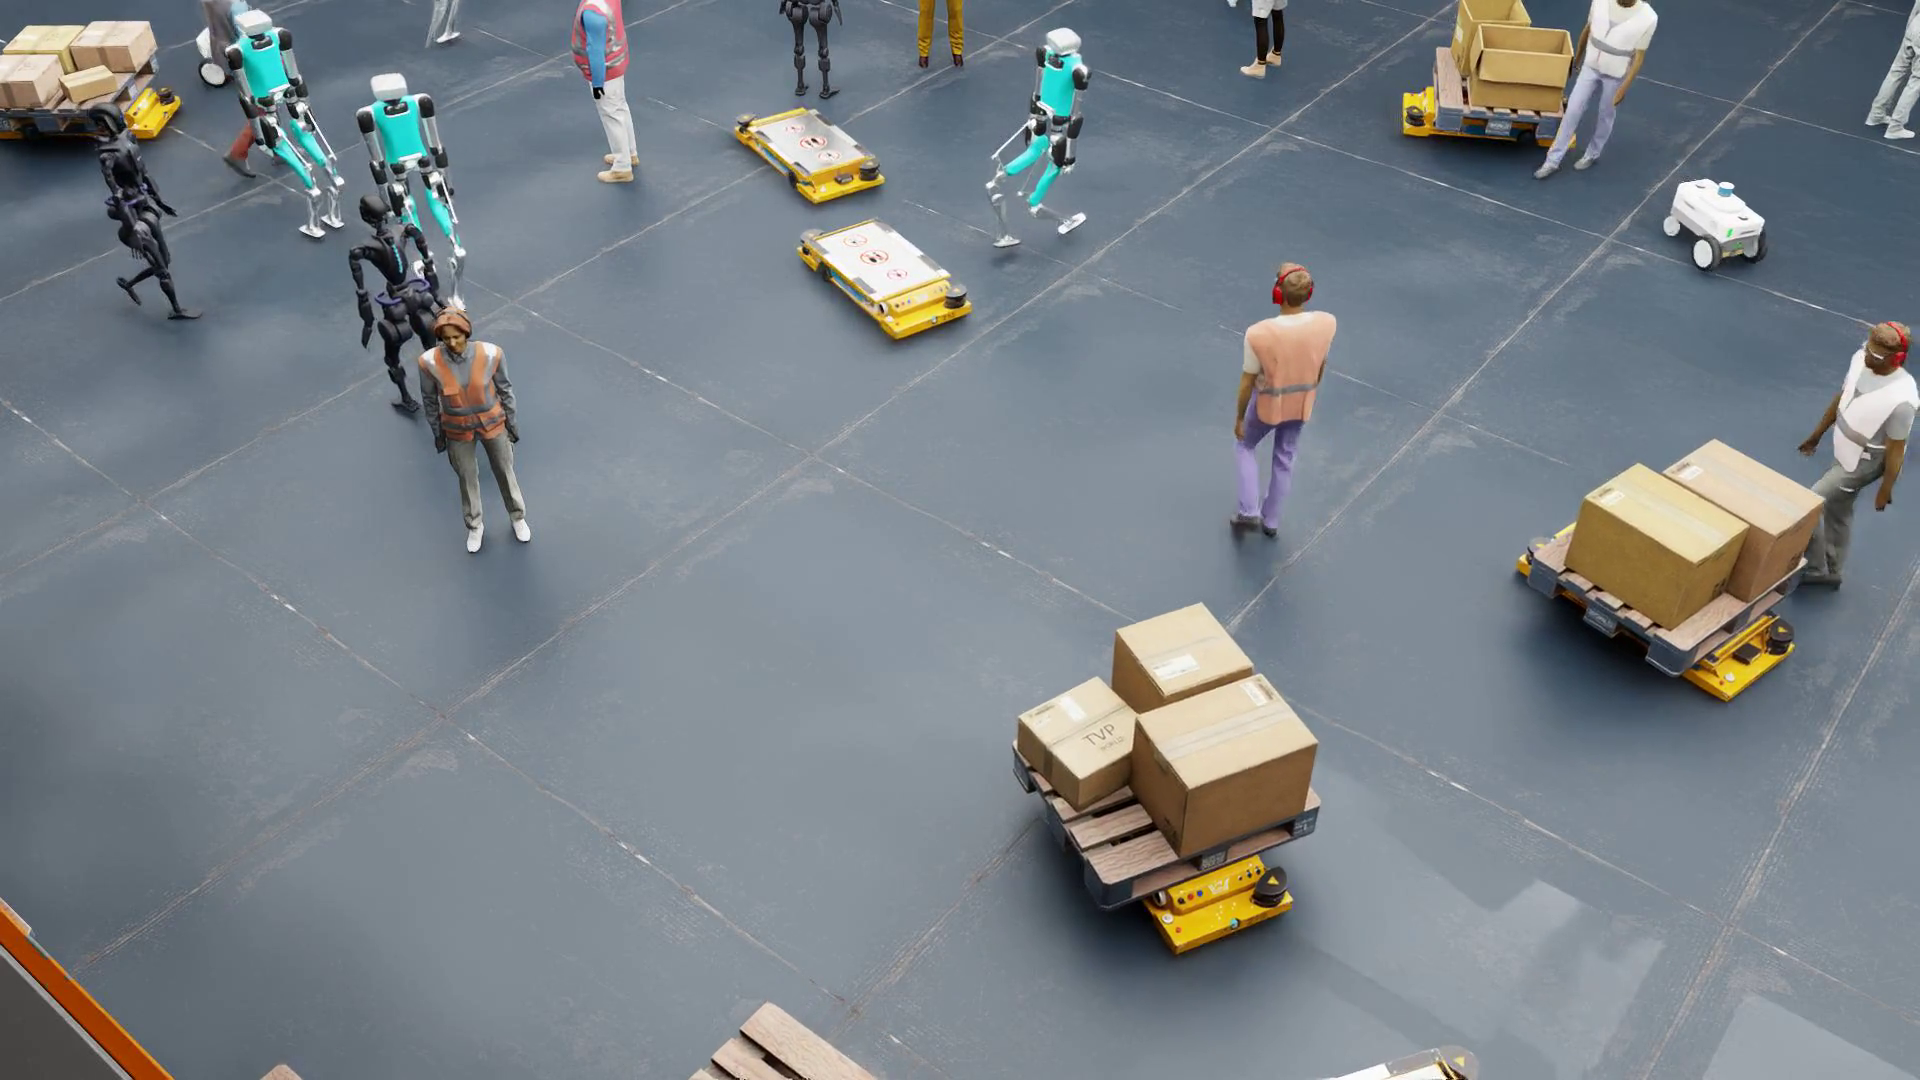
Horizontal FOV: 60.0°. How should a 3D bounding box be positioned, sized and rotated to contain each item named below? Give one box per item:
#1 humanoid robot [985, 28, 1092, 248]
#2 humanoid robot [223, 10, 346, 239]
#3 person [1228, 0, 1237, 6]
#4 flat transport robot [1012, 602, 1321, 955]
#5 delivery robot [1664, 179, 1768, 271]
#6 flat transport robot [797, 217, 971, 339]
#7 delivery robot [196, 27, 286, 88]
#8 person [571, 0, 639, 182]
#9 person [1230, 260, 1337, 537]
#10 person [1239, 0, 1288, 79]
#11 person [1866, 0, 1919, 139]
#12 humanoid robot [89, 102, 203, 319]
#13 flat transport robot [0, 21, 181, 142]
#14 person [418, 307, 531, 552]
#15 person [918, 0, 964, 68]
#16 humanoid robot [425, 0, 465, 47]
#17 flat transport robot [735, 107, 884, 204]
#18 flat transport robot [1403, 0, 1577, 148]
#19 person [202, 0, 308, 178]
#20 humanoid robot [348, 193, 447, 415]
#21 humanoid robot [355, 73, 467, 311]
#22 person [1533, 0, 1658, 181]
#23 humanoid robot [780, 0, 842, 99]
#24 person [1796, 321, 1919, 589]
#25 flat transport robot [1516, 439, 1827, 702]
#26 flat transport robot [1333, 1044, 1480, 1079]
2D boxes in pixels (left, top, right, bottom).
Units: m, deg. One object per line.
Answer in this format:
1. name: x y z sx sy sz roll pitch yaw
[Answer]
1. humanoid robot: 0.552 -2.891 12.380 1.068 1.744 0.550 -26 47 -28
2. humanoid robot: -4.977 -3.077 12.501 0.696 1.719 0.530 27 47 28
3. person: 2.770 -6.059 16.098 0.498 1.706 0.457 0 40 0
4. flat transport robot: 1.019 1.404 8.426 0.659 0.231 1.431 -16 43 -18
5. delivery robot: 5.795 -2.424 12.724 0.499 0.614 0.802 -11 42 -13
6. flat transport robot: -0.585 -1.986 12.414 0.659 0.231 1.431 -24 46 -25
7. delivery robot: -6.520 -4.436 15.091 0.808 0.614 0.499 0 40 0
8. person: -2.861 -3.771 13.313 0.431 1.836 0.628 0 40 0
9. person: 1.873 -0.789 9.802 0.560 1.826 0.459 -7 41 -9
10. person: 2.773 -4.998 14.862 0.322 1.688 0.535 28 48 29
11. person: 8.101 -4.202 13.892 0.321 1.731 0.492 -9 41 -10
12. humanoid robot: -5.858 -2.300 11.702 0.608 1.640 0.595 -1 40 -1
13. flat transport robot: -7.616 -3.711 14.444 1.431 0.231 0.659 0 40 0
14. person: -2.851 -0.655 9.788 0.513 1.640 0.306 -11 42 -13
15. person: -0.162 -5.109 14.951 0.531 1.750 0.342 -3 40 -3
16. humanoid robot: -4.848 -5.348 15.264 0.775 1.816 0.534 -25 46 -26
17. flat transport robot: -1.275 -3.255 13.907 0.659 0.231 1.431 -22 45 -24
18. flat transport robot: 4.576 -3.670 14.395 1.431 0.231 0.659 7 41 8
19. person: -5.772 -3.814 13.344 0.657 1.854 0.555 -33 50 -32
20. humanoid robot: -3.623 -1.510 10.770 0.615 1.639 0.599 33 50 33
21. humanoid robot: -3.770 -2.351 11.727 0.535 1.751 1.010 -21 45 -23
22. person: 5.078 -3.693 13.248 0.647 1.787 0.879 33 50 32
23. humanoid robot: -1.325 -4.701 14.510 0.599 1.658 0.315 13 42 15
24. person: 5.032 -0.452 9.410 0.492 1.813 0.582 8 41 9
25. flat transport robot: 4.034 0.345 9.672 0.659 0.231 1.431 -27 47 -28
26. flat transport robot: 1.644 2.621 6.994 1.431 0.231 0.659 -12 42 -14
